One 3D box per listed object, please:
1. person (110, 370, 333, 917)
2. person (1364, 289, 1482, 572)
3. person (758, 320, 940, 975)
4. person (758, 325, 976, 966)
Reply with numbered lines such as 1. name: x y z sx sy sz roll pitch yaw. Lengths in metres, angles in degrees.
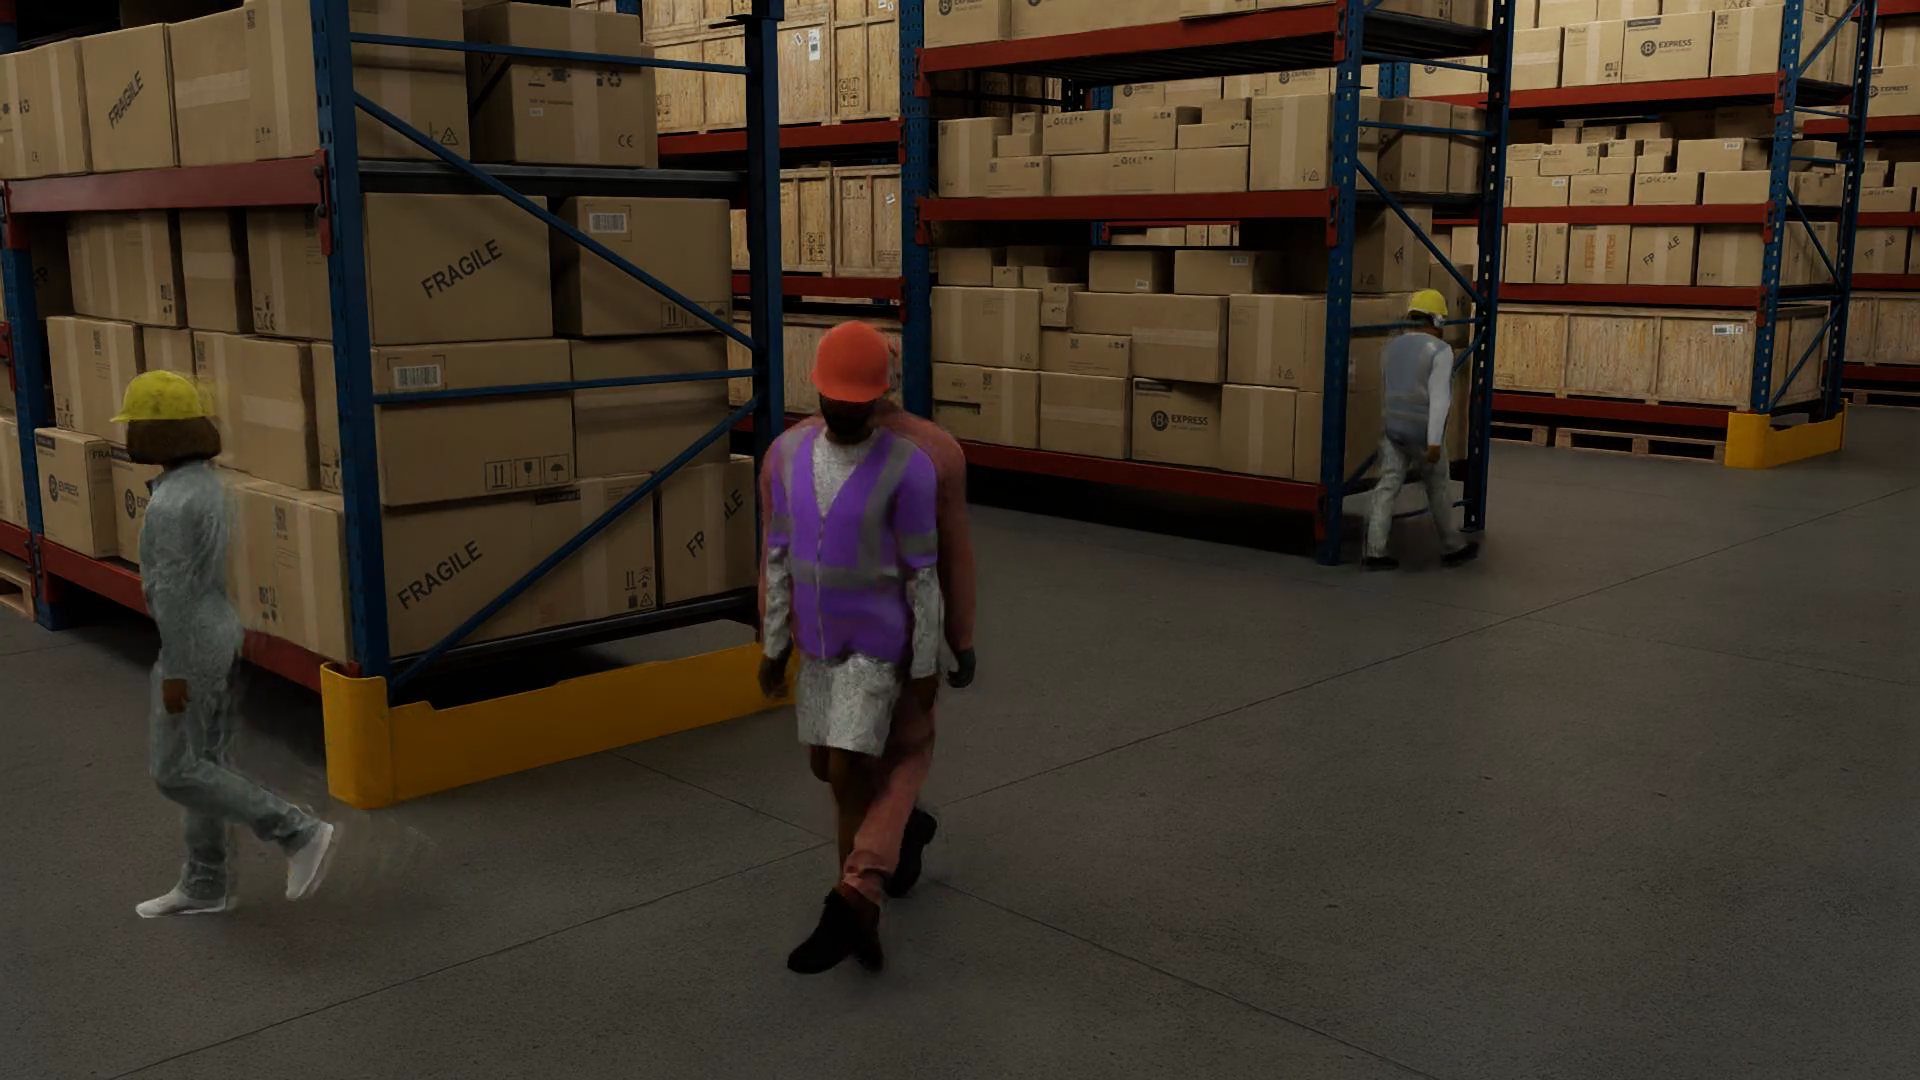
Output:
1. person: -2.306 0.340 5.125 0.528 1.728 0.501 -3 11 -13
2. person: 2.963 -0.694 10.609 0.899 1.782 0.611 -6 12 -31
3. person: -0.287 0.281 5.002 0.541 1.901 0.748 7 12 32
4. person: -0.295 0.282 5.070 0.655 1.870 0.877 2 11 12
